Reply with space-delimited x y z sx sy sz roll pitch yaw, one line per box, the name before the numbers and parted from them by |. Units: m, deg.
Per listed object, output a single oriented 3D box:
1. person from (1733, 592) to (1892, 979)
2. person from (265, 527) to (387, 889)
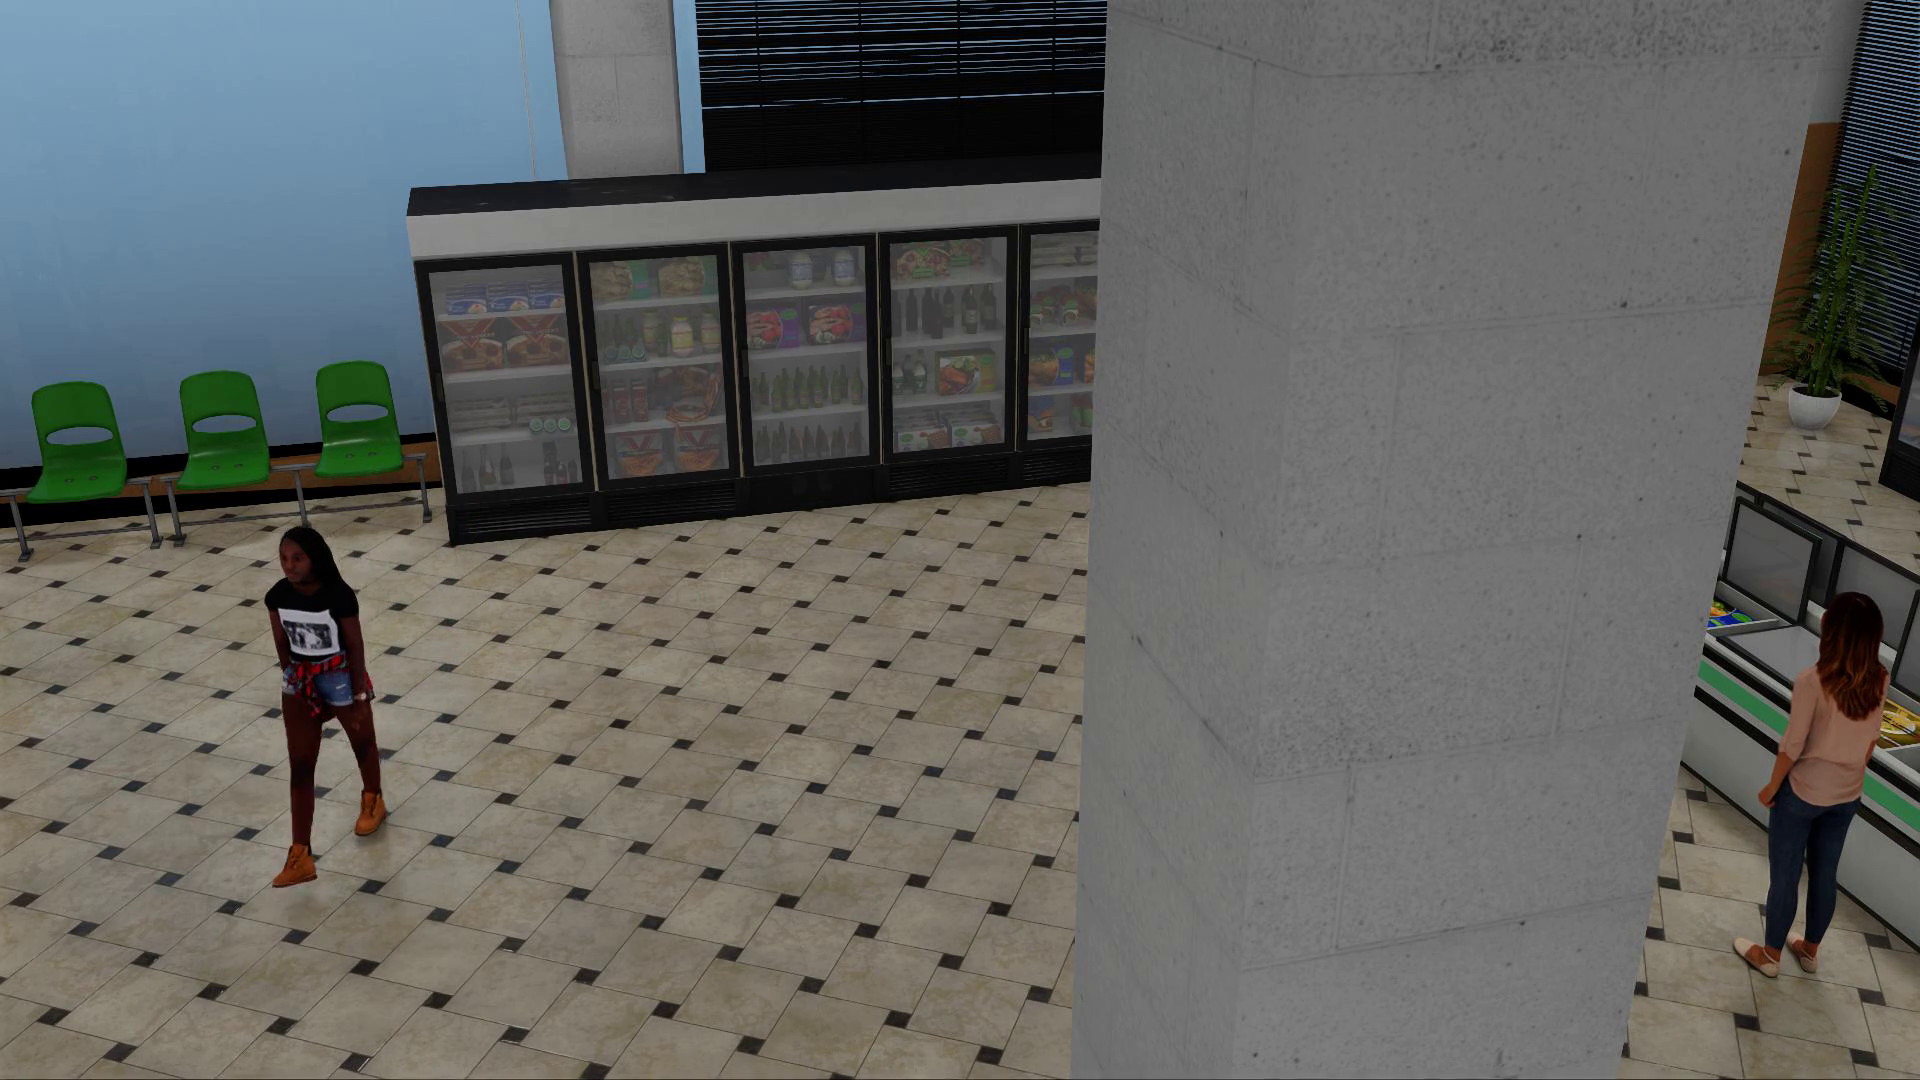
person | 3.605 1.046 6.977 0.616 1.792 0.562 -3 24 -6
person | -2.953 0.701 7.891 0.839 1.691 1.186 1 24 3
